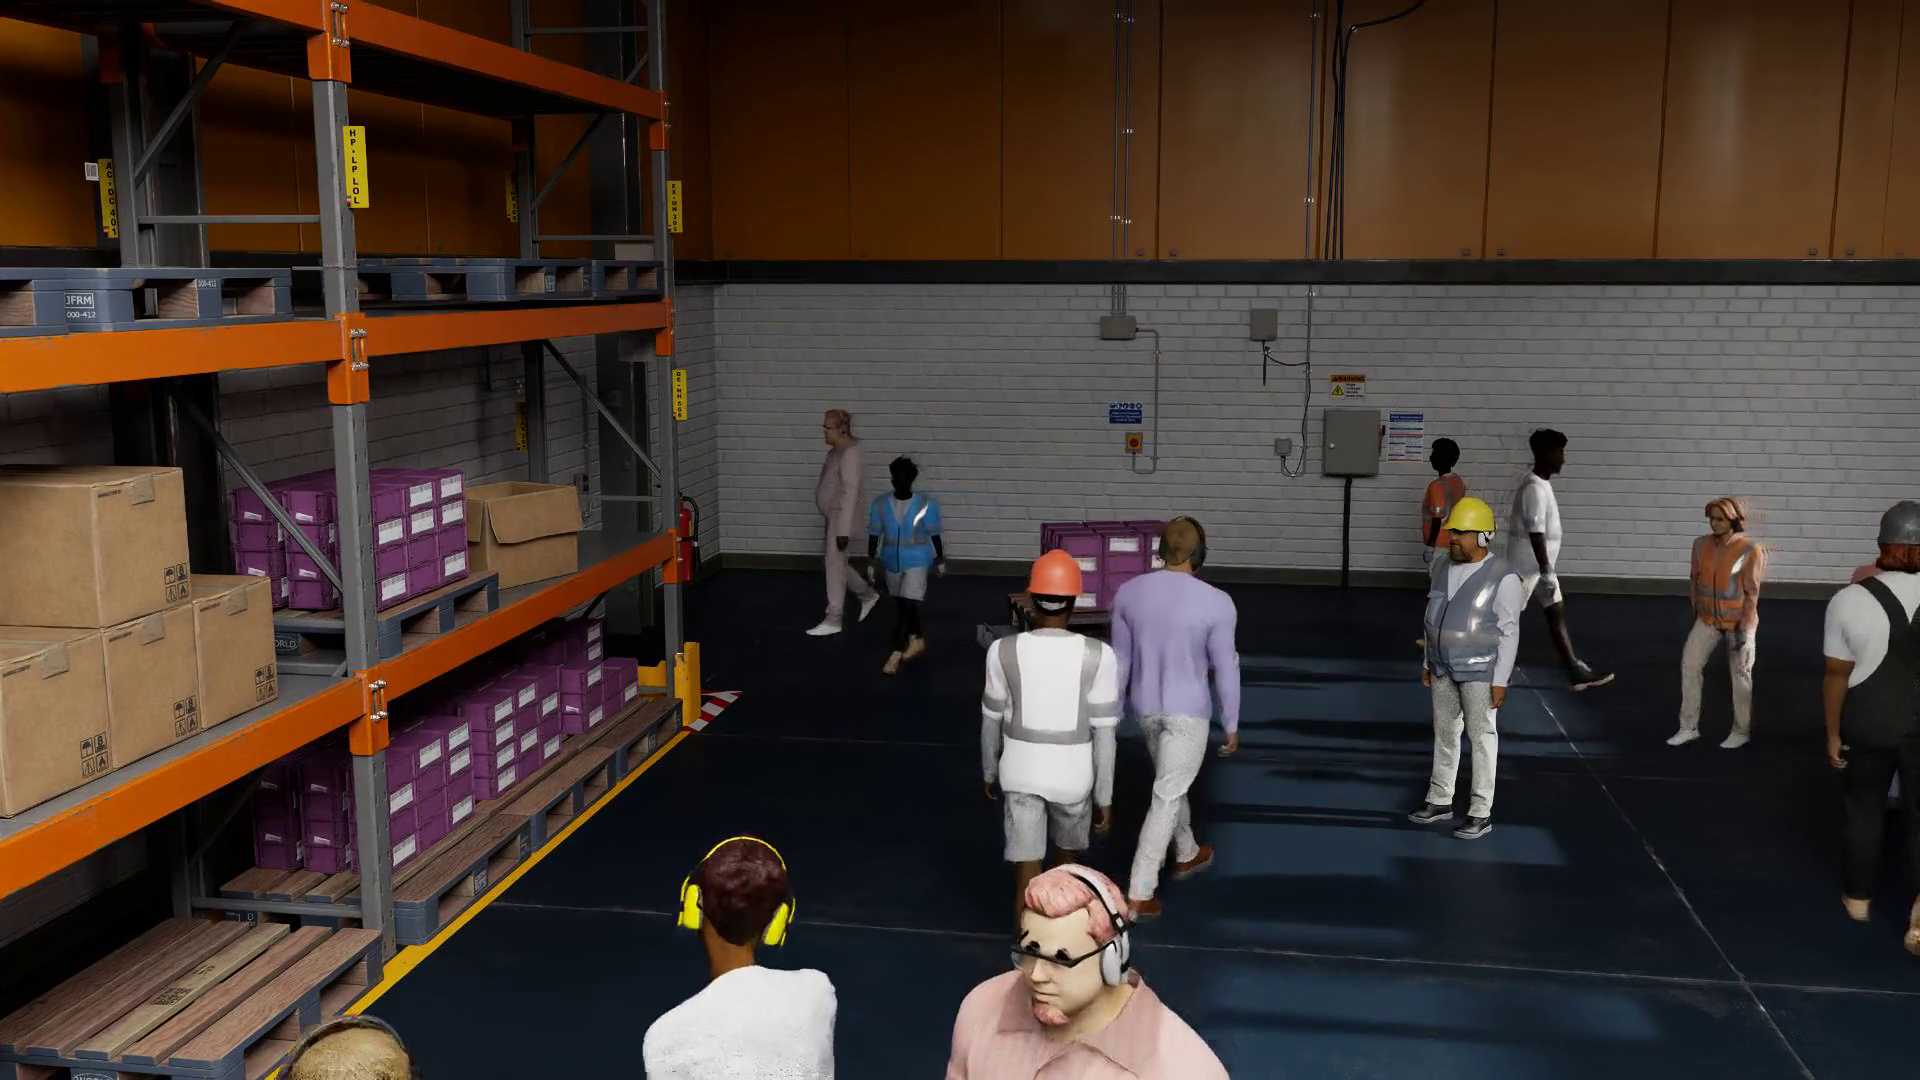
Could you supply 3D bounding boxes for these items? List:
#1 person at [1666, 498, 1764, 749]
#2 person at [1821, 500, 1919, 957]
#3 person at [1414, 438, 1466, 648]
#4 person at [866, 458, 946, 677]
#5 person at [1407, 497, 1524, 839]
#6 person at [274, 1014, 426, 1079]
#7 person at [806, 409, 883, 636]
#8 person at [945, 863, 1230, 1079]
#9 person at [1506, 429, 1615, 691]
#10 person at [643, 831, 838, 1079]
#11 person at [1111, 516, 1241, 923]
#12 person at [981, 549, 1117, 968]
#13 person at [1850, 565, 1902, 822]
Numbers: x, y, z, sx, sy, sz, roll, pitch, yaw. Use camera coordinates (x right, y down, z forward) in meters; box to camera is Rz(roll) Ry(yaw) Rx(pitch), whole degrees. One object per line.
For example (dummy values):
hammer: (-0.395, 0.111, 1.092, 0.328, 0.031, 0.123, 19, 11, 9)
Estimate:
person: (4.774, 0.542, 10.463, 0.654, 1.616, 0.530, -6, 11, -32)
person: (4.233, 0.813, 7.480, 0.683, 2.000, 0.868, 5, 10, 26)
person: (3.875, 0.027, 13.388, 0.316, 1.696, 0.540, 6, 11, 34)
person: (-0.415, 0.179, 12.613, 0.546, 1.640, 0.885, 3, 10, 19)
person: (2.709, 0.679, 8.946, 0.403, 1.834, 0.589, -6, 11, -32)
person: (-0.891, 1.680, 2.575, 0.851, 1.904, 0.639, 9, 13, 44)
person: (-0.982, -0.153, 13.883, 0.577, 1.897, 0.690, -2, 9, -9)
person: (0.146, 1.570, 3.289, 0.654, 1.890, 0.595, 9, 13, 43)
person: (4.182, 0.153, 11.952, 1.019, 1.908, 0.628, 4, 10, 25)
person: (-0.424, 1.556, 3.542, 0.534, 1.828, 0.551, -7, 12, -37)
person: (1.017, 0.825, 7.938, 0.634, 1.881, 1.038, 7, 11, 36)
person: (0.366, 0.976, 6.982, 0.564, 1.878, 1.027, 1, 9, 4)
person: (5.232, 0.680, 9.289, 0.533, 1.720, 0.921, 2, 9, 10)
